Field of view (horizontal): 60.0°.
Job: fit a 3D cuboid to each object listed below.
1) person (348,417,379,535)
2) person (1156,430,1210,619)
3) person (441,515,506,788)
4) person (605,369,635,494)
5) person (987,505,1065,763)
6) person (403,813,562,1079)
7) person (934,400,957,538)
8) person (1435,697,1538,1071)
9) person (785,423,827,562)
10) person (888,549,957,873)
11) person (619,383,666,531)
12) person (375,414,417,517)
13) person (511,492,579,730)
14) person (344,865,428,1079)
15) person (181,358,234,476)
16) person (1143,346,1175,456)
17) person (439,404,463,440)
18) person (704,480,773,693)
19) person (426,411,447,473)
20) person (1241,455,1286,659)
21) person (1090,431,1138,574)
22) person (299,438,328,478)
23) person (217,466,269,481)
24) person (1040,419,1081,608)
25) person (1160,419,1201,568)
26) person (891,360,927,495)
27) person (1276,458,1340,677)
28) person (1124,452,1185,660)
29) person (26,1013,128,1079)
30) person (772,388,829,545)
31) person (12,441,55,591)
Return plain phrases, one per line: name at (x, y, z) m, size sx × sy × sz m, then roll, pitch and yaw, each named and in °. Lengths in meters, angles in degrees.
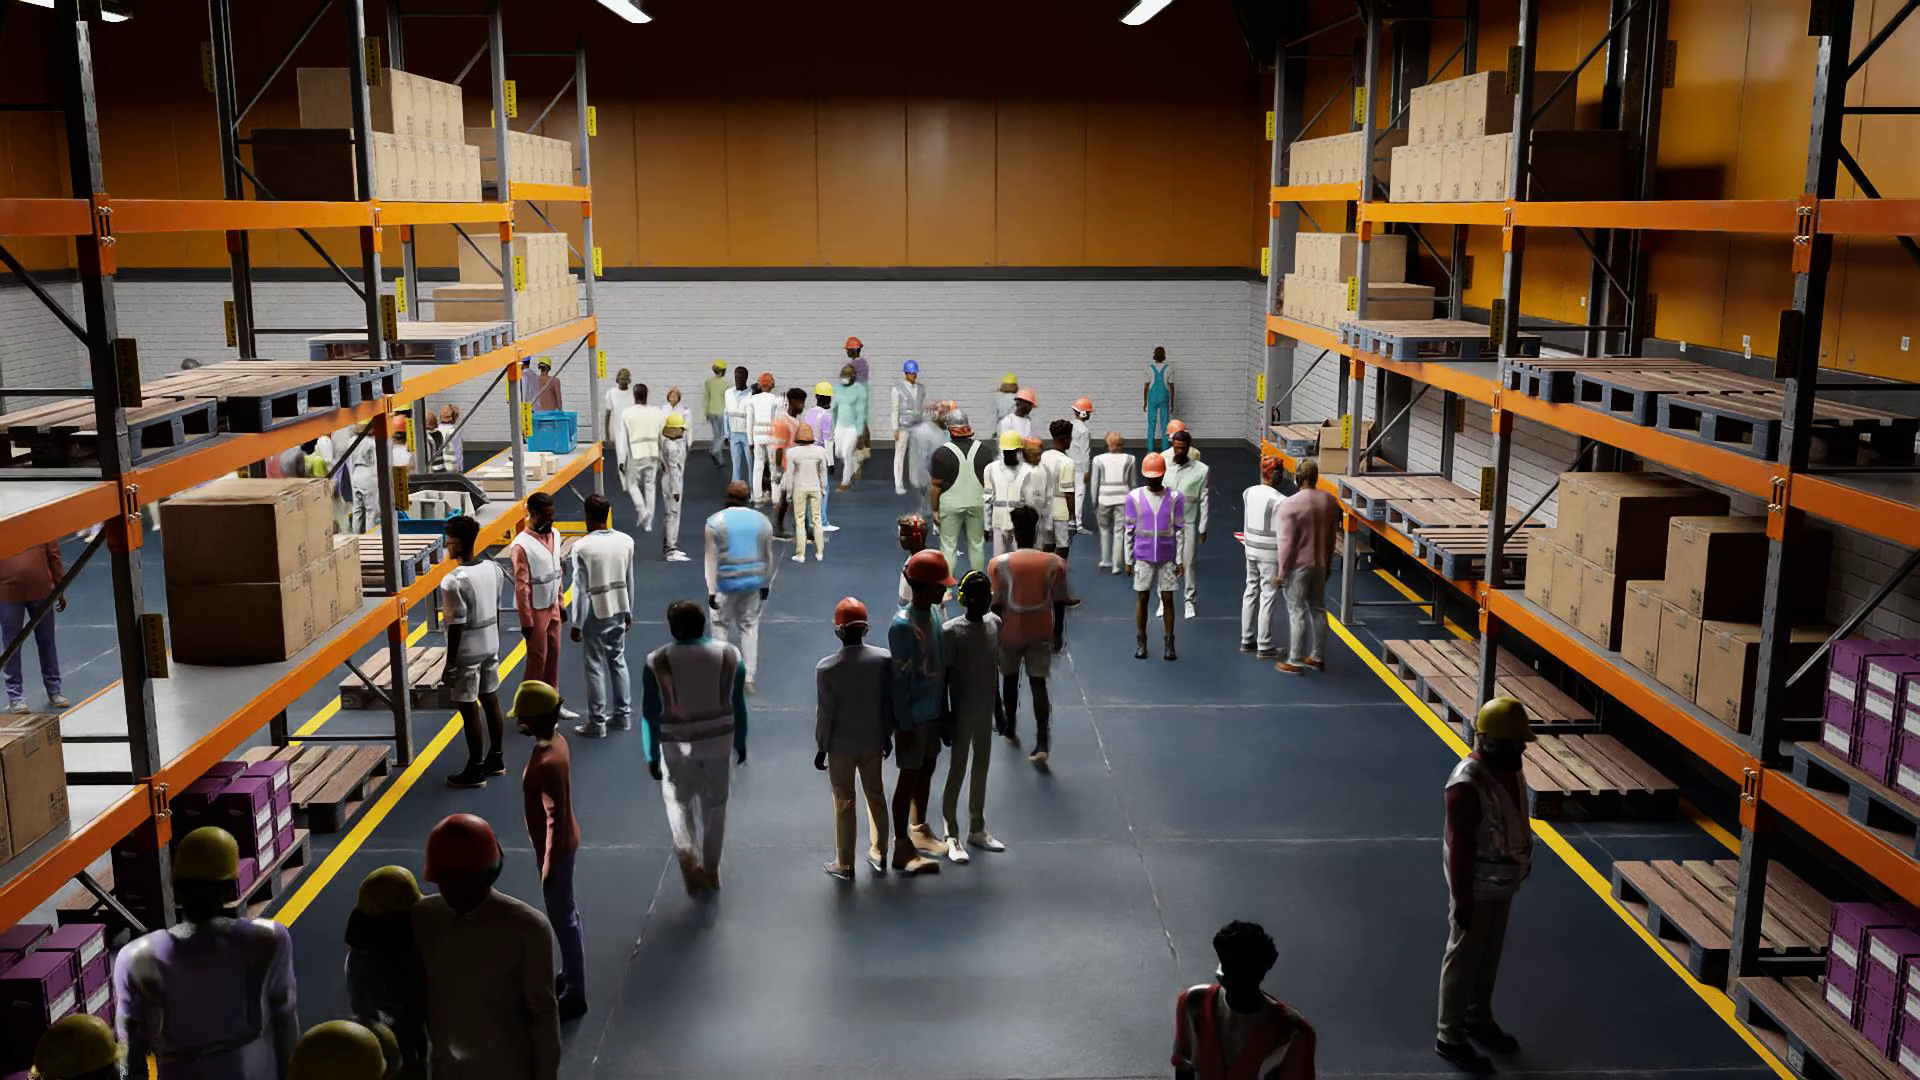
person at (-7.035, -0.671, 19.783) m, size 0.489 × 1.733 × 0.356 m, roll 6°, pitch 13°, yaw 28°
person at (2.219, -0.165, 16.794) m, size 0.592 × 1.911 × 0.386 m, roll 3°, pitch 12°, yaw 16°
person at (-3.489, 0.787, 11.872) m, size 0.361 × 1.964 × 0.613 m, roll 4°, pitch 12°, yaw 17°
person at (-4.845, -1.553, 23.982) m, size 0.549 × 1.812 × 0.759 m, roll -2°, pitch 11°, yaw -10°
person at (0.505, 0.695, 12.490) m, size 0.615 × 1.920 × 1.012 m, roll -2°, pitch 11°, yaw -9°
person at (-1.758, 1.935, 6.078) m, size 0.621 × 1.986 × 0.409 m, roll 3°, pitch 12°, yaw 15°
person at (-0.174, -0.892, 20.871) m, size 0.352 × 1.738 × 0.573 m, roll -3°, pitch 12°, yaw -13°
person at (2.535, 1.631, 8.006) m, size 0.403 × 1.823 × 0.597 m, roll 10°, pitch 15°, yaw 42°
person at (-1.798, -0.554, 19.435) m, size 0.507 × 1.632 × 0.264 m, roll -5°, pitch 12°, yaw -24°
person at (-0.220, 1.054, 10.375) m, size 0.405 × 2.035 × 0.609 m, roll 4°, pitch 12°, yaw 21°
person at (-4.054, -1.055, 21.274) m, size 0.639 × 1.896 × 0.446 m, roll -6°, pitch 13°, yaw -27°
person at (-5.972, -0.387, 17.866) m, size 0.547 × 1.925 × 0.462 m, roll 0°, pitch 11°, yaw 1°
person at (-3.332, 0.552, 13.204) m, size 0.401 × 1.909 × 0.599 m, roll 3°, pitch 12°, yaw 16°
person at (-2.087, 2.041, 6.178) m, size 0.321 × 1.737 × 0.489 m, roll -8°, pitch 14°, yaw -33°
person at (-10.839, -1.642, 23.867) m, size 0.725 × 2.000 × 0.625 m, roll -9°, pitch 14°, yaw -38°
person at (3.296, -2.282, 27.567) m, size 0.514 × 1.845 × 0.338 m, roll 1°, pitch 11°, yaw 5°
person at (-6.539, -0.935, 21.353) m, size 0.312 × 1.631 × 0.524 m, roll -8°, pitch 14°, yaw -34°
person at (-1.878, 0.401, 14.216) m, size 0.646 × 1.805 × 0.494 m, roll -6°, pitch 13°, yaw -26°
person at (-6.511, -0.780, 20.561) m, size 0.313 × 1.637 × 0.513 m, roll 1°, pitch 11°, yaw 6°
person at (2.809, 0.153, 15.292) m, size 0.351 × 1.878 × 0.568 m, roll -7°, pitch 13°, yaw -30°
person at (1.751, -0.429, 18.850) m, size 0.551 × 1.618 × 0.534 m, roll 1°, pitch 11°, yaw 5°
person at (-7.260, -0.434, 18.684) m, size 0.321 × 1.692 × 0.530 m, roll -10°, pitch 15°, yaw -41°
person at (-6.784, 0.021, 15.935) m, size 0.639 × 1.880 × 1.060 m, roll 0°, pitch 11°, yaw -2°
person at (1.015, -0.279, 17.215) m, size 0.361 × 1.964 × 0.618 m, roll -7°, pitch 13°, yaw -31°
person at (2.457, -0.495, 18.861) m, size 0.570 × 1.743 × 0.354 m, roll -6°, pitch 13°, yaw -28°
person at (-0.725, -1.639, 24.083) m, size 0.605 × 1.949 × 0.399 m, roll -8°, pitch 14°, yaw -34°
person at (3.056, 0.238, 14.696) m, size 0.635 × 1.936 × 0.355 m, roll -7°, pitch 13°, yaw -31°
person at (1.772, 0.150, 15.191) m, size 0.548 × 1.924 × 0.390 m, roll 1°, pitch 11°, yaw 5°
person at (-2.632, 2.263, 5.067) m, size 0.494 × 1.739 × 0.318 m, roll 11°, pitch 15°, yaw 43°
person at (-1.958, -0.908, 20.472) m, size 0.845 × 1.929 × 0.617 m, roll 2°, pitch 11°, yaw 10°
person at (-9.978, -0.310, 17.876) m, size 0.526 × 1.768 × 0.331 m, roll 2°, pitch 12°, yaw 12°
